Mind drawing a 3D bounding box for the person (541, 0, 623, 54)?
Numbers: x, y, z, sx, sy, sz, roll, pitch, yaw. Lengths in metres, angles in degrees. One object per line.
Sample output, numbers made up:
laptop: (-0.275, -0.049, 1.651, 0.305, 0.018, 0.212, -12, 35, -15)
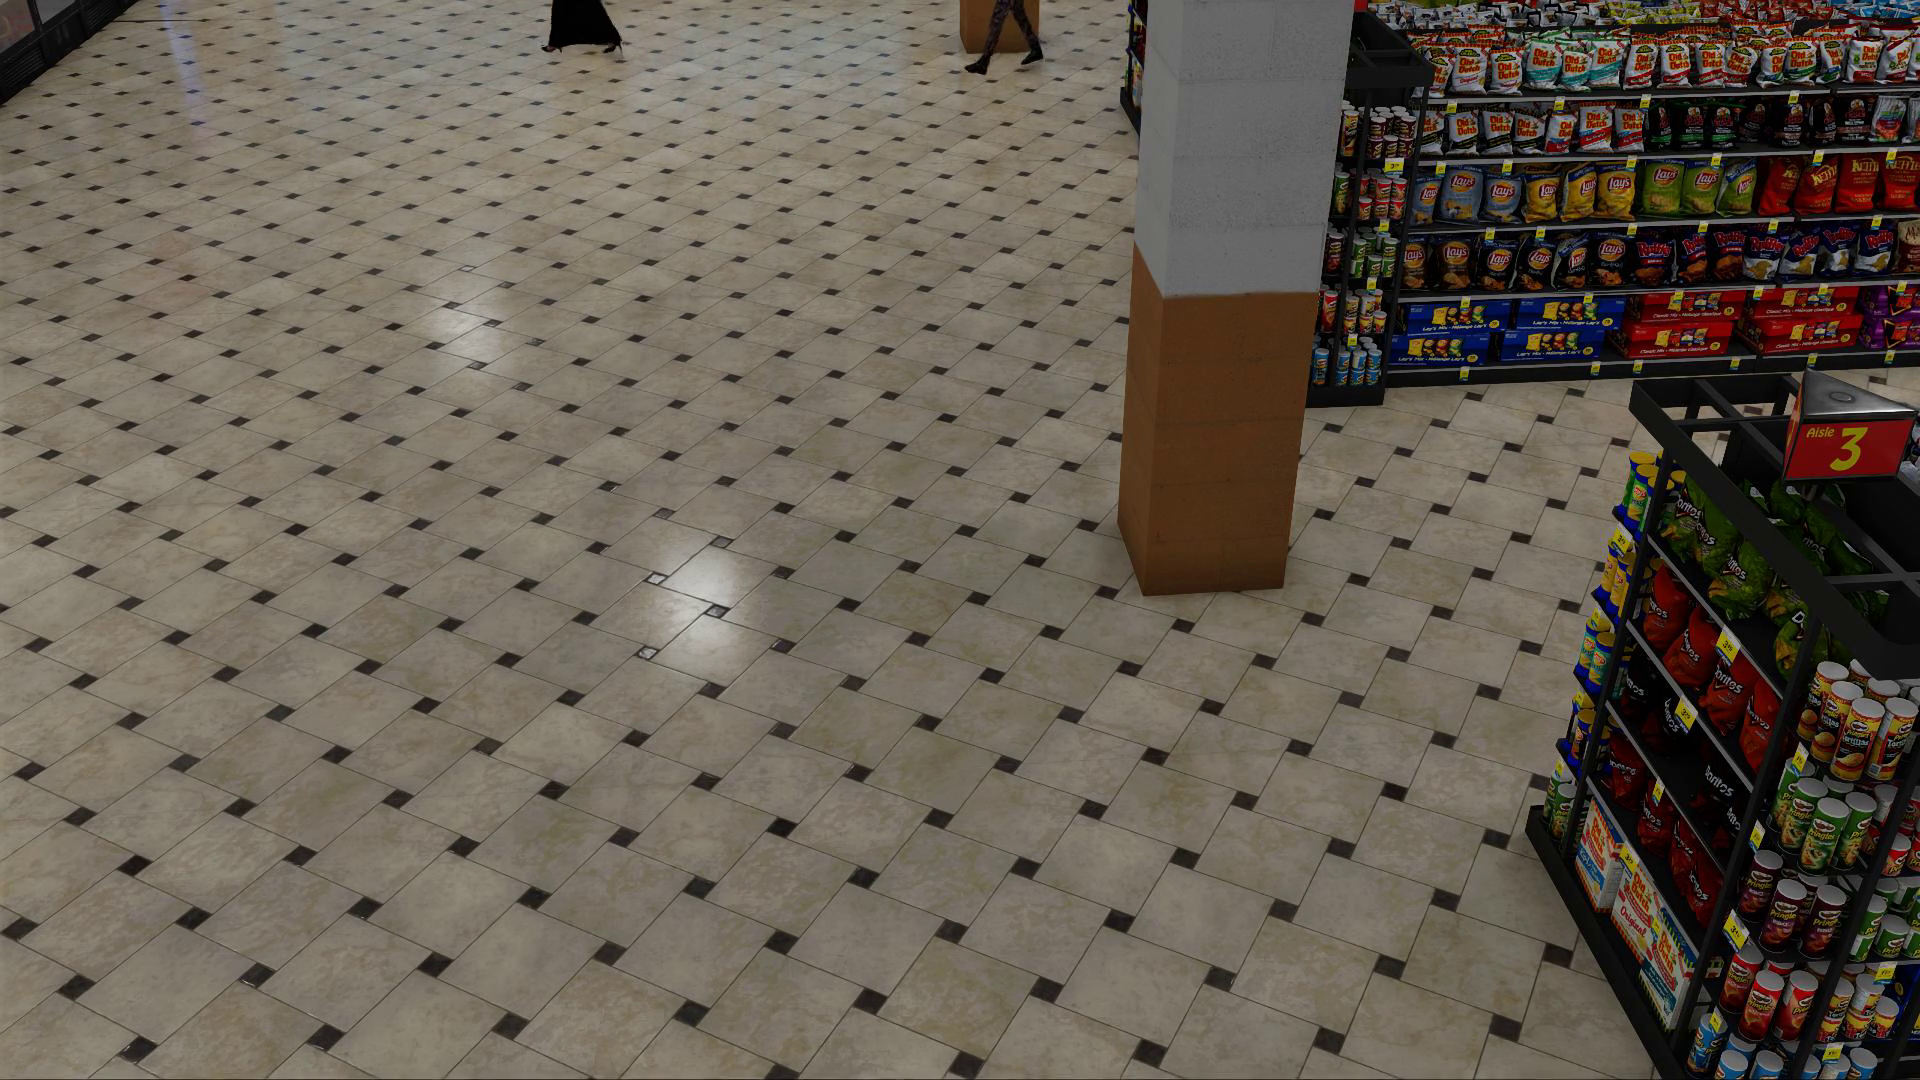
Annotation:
person: (-3.512, -5.262, 15.456, 1.096, 1.559, 0.830, 9, 33, 14)

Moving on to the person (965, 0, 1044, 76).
person: (0.515, -5.063, 15.047, 1.231, 1.655, 0.986, -21, 38, -30)
